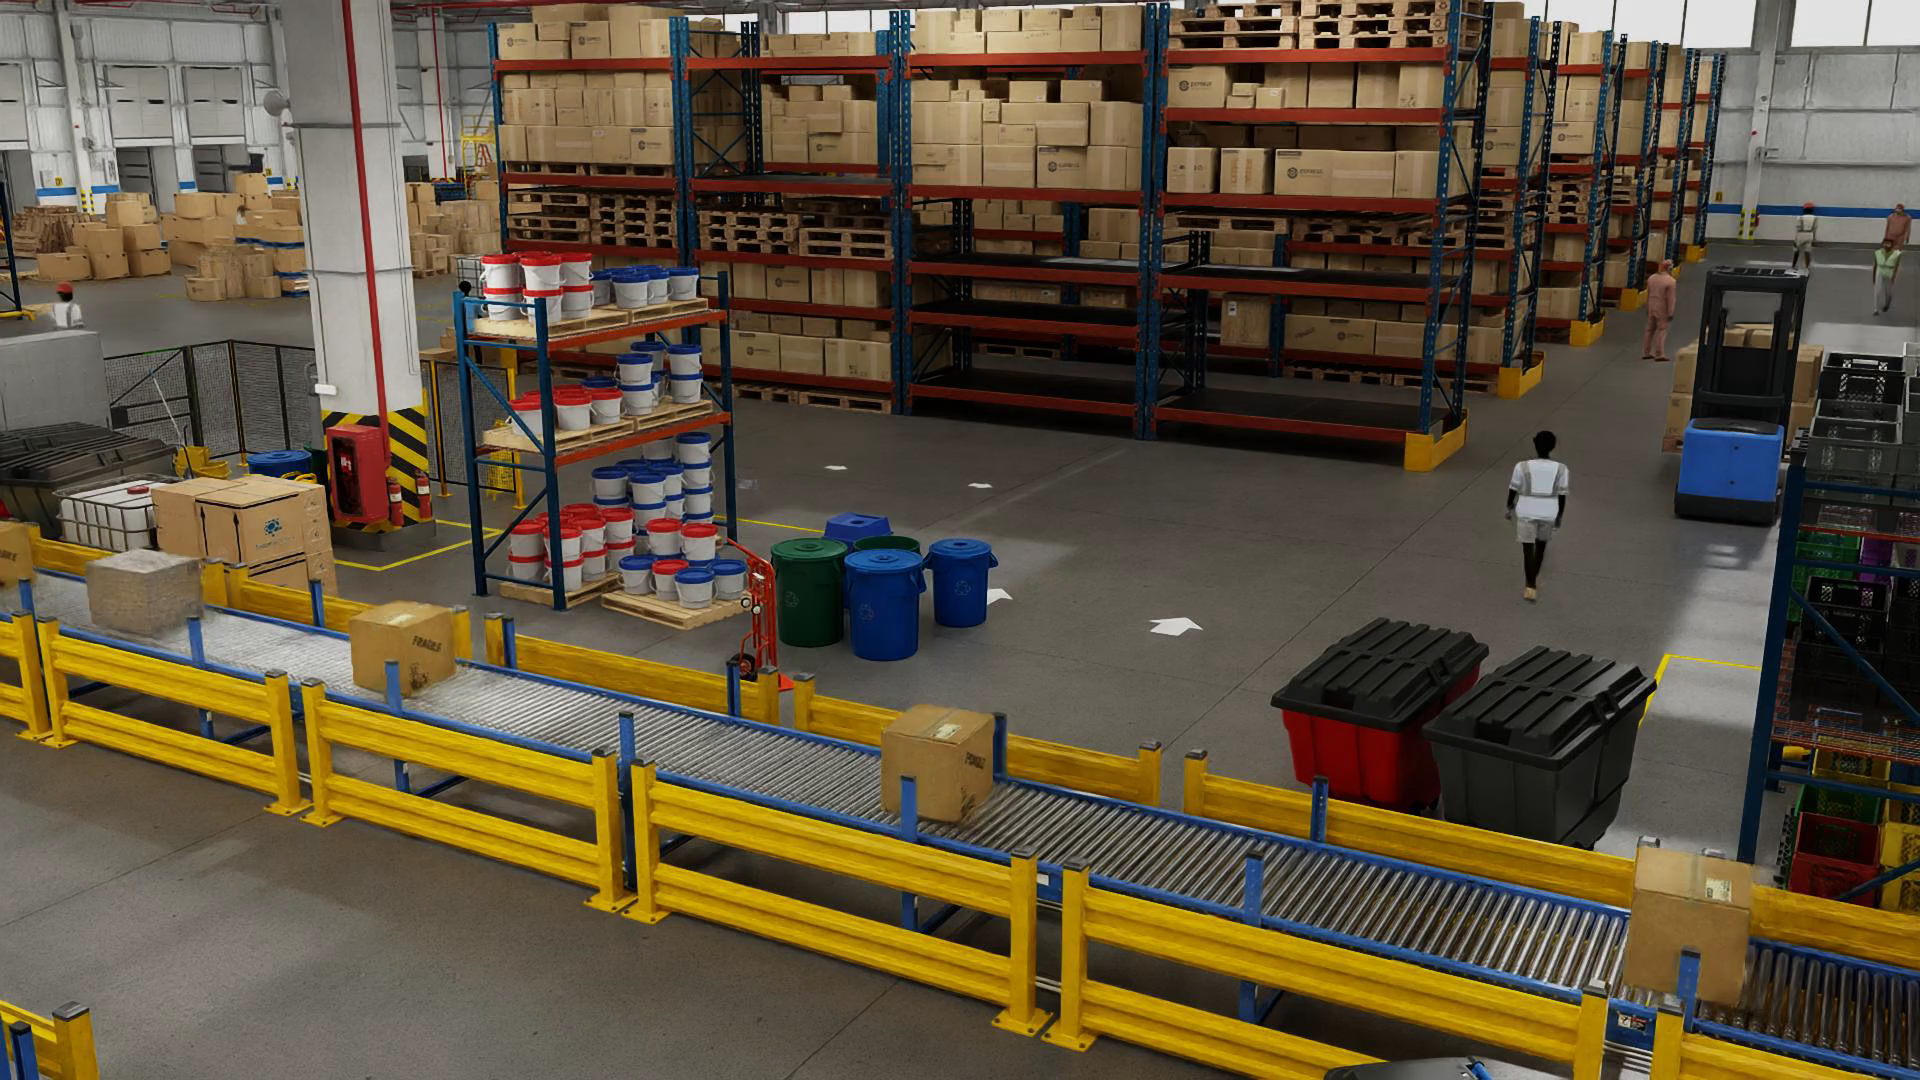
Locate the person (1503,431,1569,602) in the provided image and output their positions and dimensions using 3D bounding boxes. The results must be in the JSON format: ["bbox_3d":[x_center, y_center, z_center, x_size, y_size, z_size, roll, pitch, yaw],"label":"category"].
[{"bbox_3d":[5.676,-0.267,16.434,0.545,1.646,0.858,1,15,5],"label":"person"}]

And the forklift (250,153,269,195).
[{"bbox_3d":[-25.800,-12.825,61.311,1.873,2.768,1.129,-8,17,-29],"label":"forklift"}]

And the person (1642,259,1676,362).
[{"bbox_3d":[13.128,-4.296,31.136,0.400,1.902,0.641,-6,16,-23],"label":"person"}]

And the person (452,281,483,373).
[{"bbox_3d":[-8.682,-3.723,29.361,0.541,1.695,0.316,-11,18,-35],"label":"person"}]

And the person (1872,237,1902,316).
[{"bbox_3d":[21.016,-5.996,37.731,0.557,1.794,0.751,12,19,38],"label":"person"}]

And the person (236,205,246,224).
[{"bbox_3d":[-19.919,-8.319,46.191,0.642,1.922,0.655,9,17,30],"label":"person"}]

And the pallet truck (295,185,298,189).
[{"bbox_3d":[-26.804,-14.617,69.738,1.885,1.965,0.823,-14,20,-42],"label":"pallet truck"}]

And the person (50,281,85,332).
[{"bbox_3d":[-14.672,-3.292,27.347,0.551,1.915,0.881,6,16,22],"label":"person"}]

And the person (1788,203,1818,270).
[{"bbox_3d":[23.437,-8.345,46.175,0.628,1.981,1.096,1,15,5],"label":"person"}]

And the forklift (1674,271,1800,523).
[{"bbox_3d":[9.269,-1.763,19.726,1.129,2.768,1.873,8,17,27],"label":"forklift"}]

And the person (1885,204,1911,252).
[{"bbox_3d":[26.767,-8.640,47.533,0.659,1.856,0.973,10,18,33],"label":"person"}]
